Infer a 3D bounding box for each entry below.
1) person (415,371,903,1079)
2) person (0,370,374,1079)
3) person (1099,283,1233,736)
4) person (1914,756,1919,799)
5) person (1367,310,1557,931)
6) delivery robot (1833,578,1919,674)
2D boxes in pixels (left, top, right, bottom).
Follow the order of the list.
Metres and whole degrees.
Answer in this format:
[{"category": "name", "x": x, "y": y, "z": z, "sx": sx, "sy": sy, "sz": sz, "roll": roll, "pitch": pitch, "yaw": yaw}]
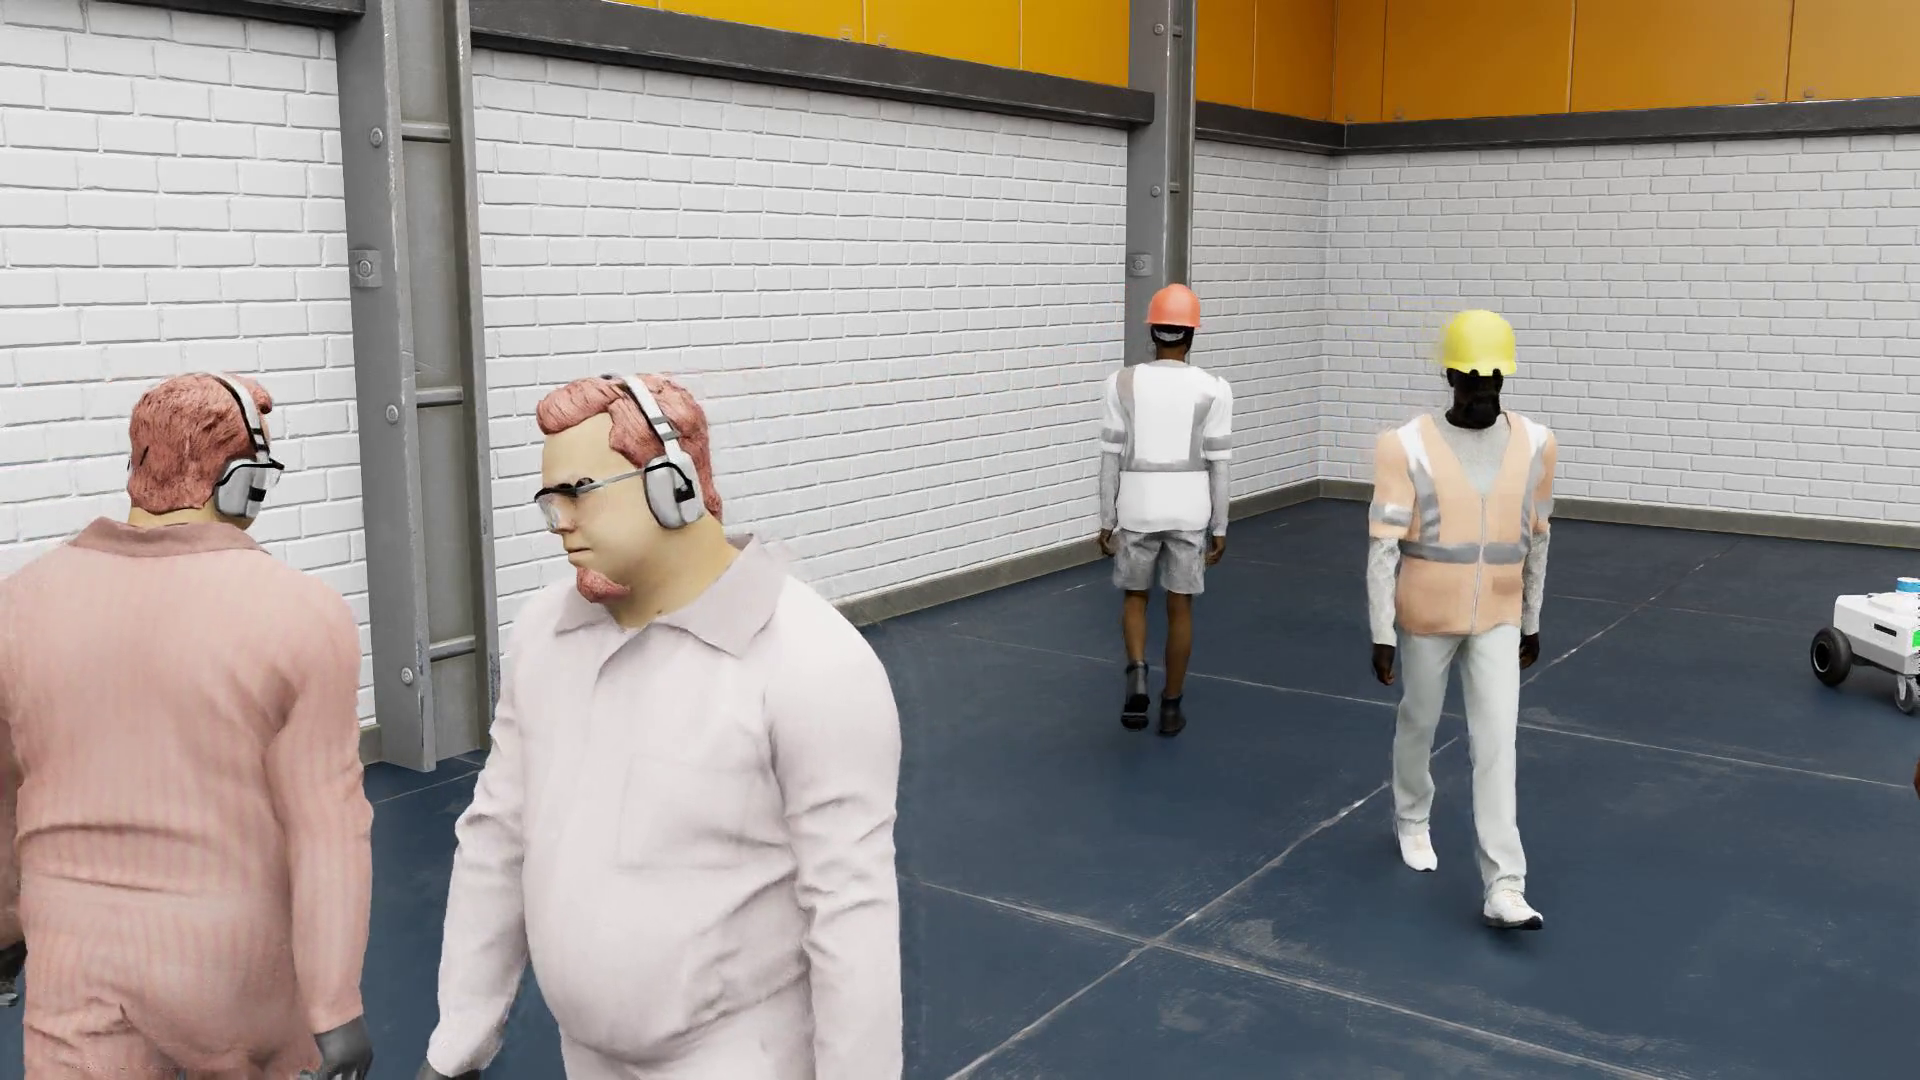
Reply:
[{"category": "person", "x": -0.445, "y": 0.722, "z": 2.237, "sx": 0.652, "sy": 1.875, "sz": 0.737, "roll": 8, "pitch": 12, "yaw": 39}, {"category": "person", "x": -1.290, "y": 0.654, "z": 2.725, "sx": 0.769, "sy": 1.840, "sz": 0.999, "roll": 1, "pitch": 10, "yaw": 3}, {"category": "person", "x": 0.858, "y": -0.104, "z": 6.985, "sx": 0.561, "sy": 1.925, "sz": 0.509, "roll": 2, "pitch": 10, "yaw": 11}, {"category": "person", "x": 2.480, "y": 0.404, "z": 3.635, "sx": 0.688, "sy": 2.000, "sz": 0.851, "roll": 0, "pitch": 10, "yaw": -1}, {"category": "person", "x": 1.568, "y": 0.225, "z": 5.197, "sx": 0.614, "sy": 1.867, "sz": 1.005, "roll": 0, "pitch": 10, "yaw": -2}, {"category": "delivery robot", "x": 4.364, "y": 0.418, "z": 7.676, "sx": 0.477, "sy": 0.478, "sz": 0.707, "roll": 0, "pitch": 9, "yaw": -1}]
